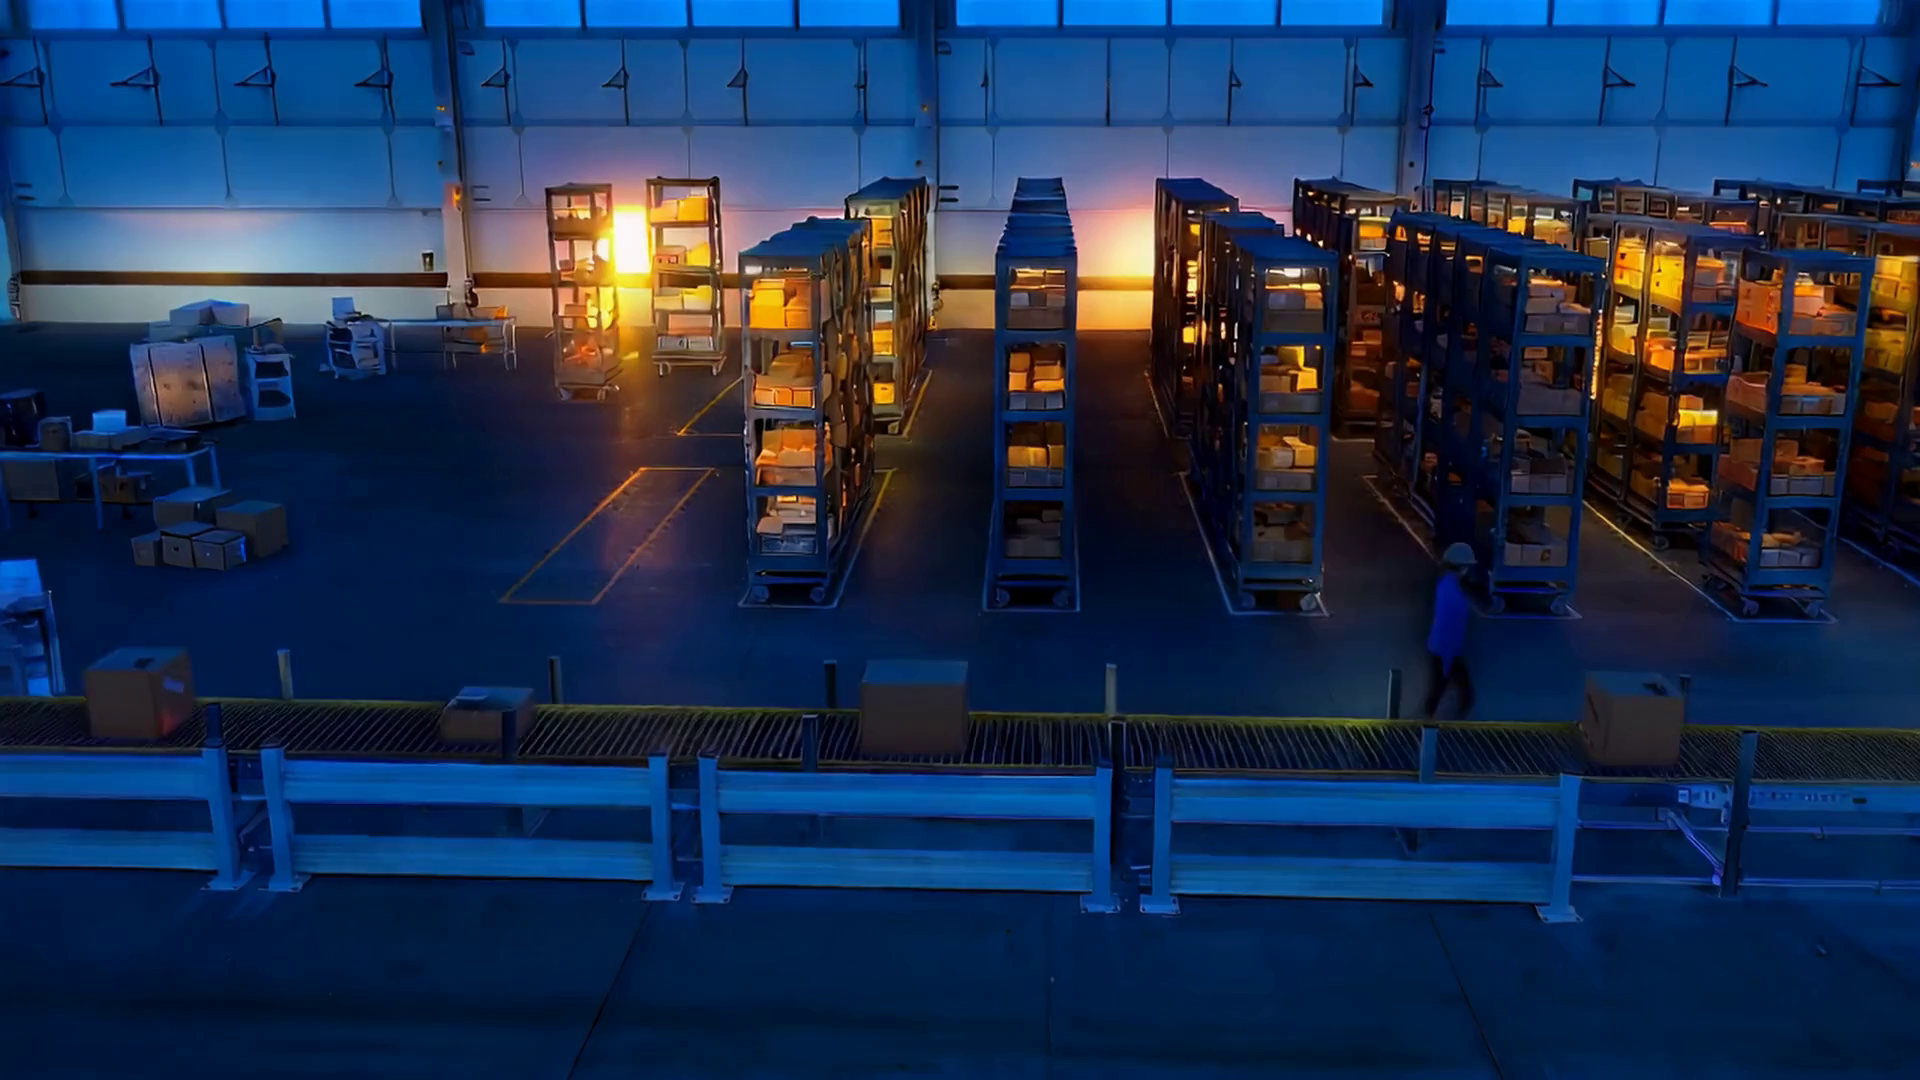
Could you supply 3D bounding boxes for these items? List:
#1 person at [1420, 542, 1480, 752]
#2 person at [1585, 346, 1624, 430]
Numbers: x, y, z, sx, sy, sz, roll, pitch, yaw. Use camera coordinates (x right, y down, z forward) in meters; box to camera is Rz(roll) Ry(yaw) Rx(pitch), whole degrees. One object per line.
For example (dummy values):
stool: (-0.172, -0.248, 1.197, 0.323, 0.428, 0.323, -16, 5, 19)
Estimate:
person: (3.883, 0.866, 12.990, 0.567, 1.745, 0.559, 1, 15, 5)
person: (9.727, -2.448, 24.993, 0.674, 1.913, 1.035, 8, 17, 28)
